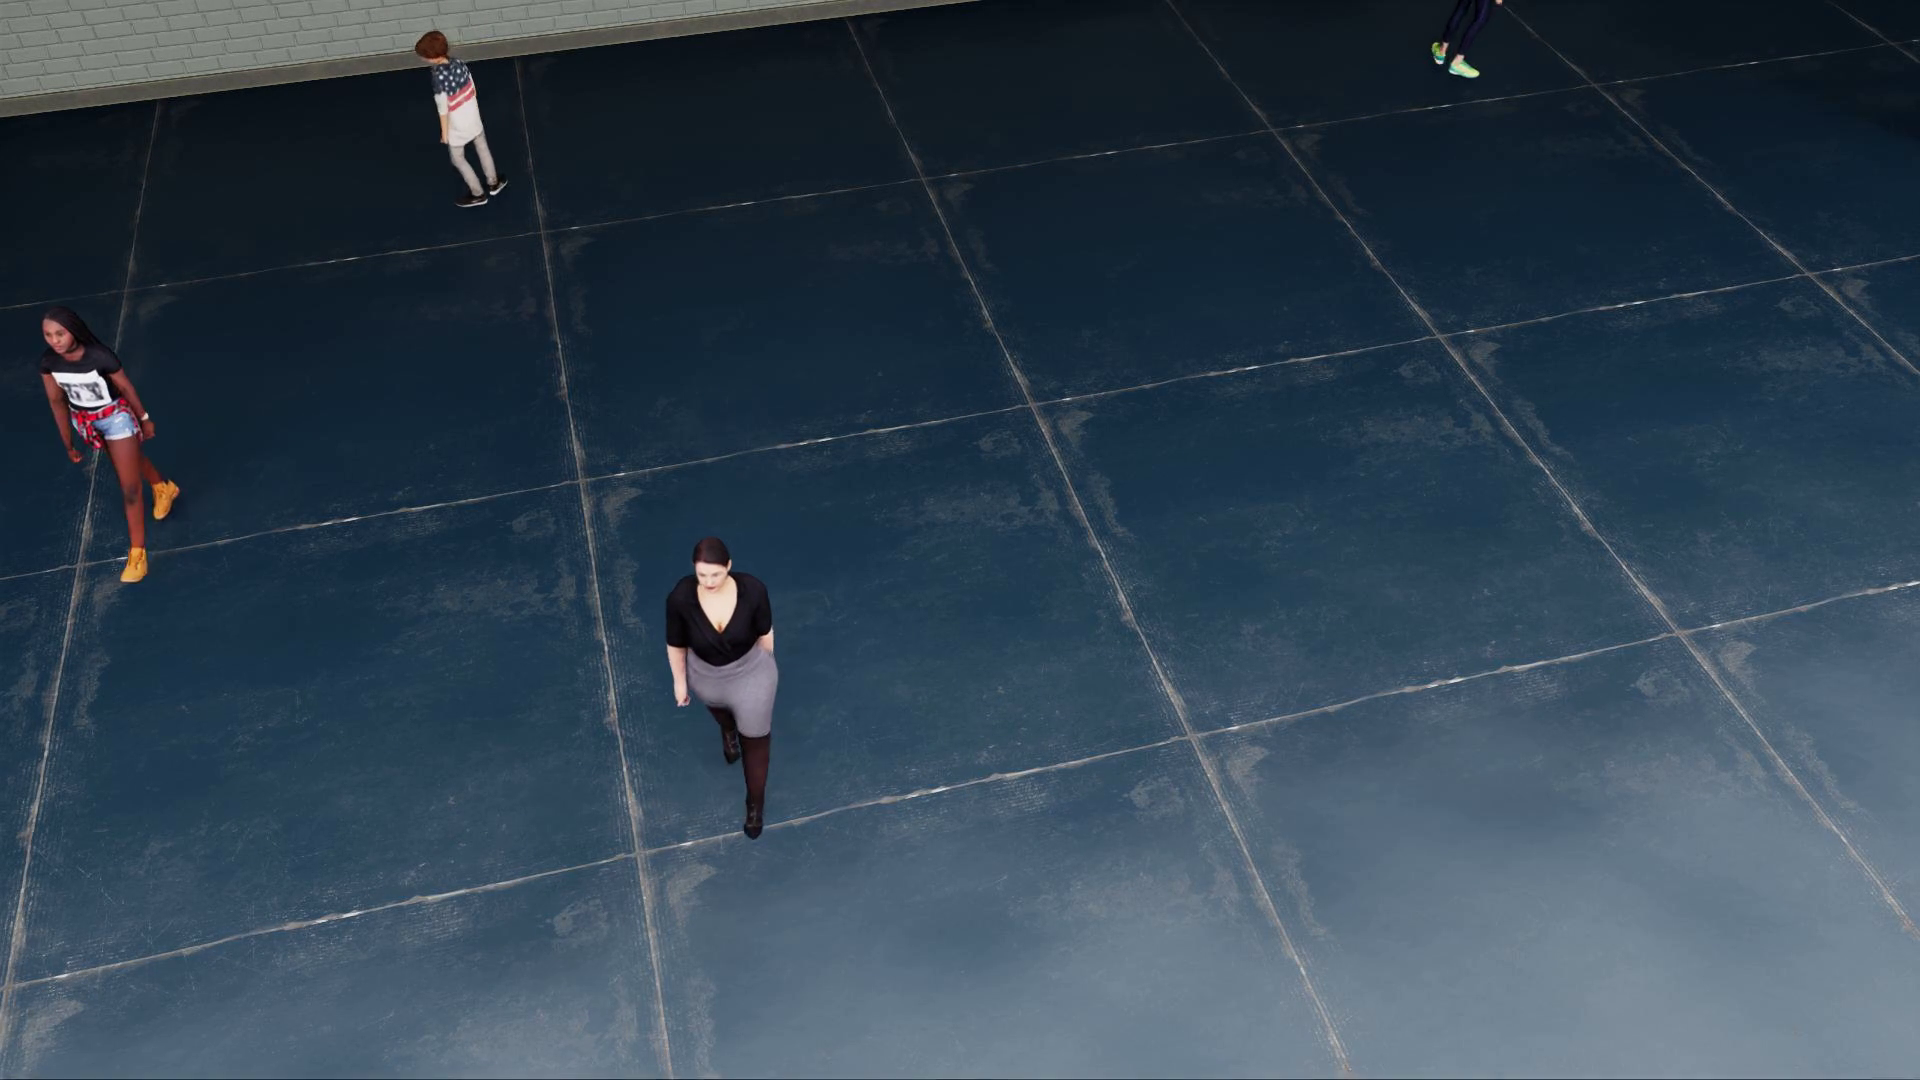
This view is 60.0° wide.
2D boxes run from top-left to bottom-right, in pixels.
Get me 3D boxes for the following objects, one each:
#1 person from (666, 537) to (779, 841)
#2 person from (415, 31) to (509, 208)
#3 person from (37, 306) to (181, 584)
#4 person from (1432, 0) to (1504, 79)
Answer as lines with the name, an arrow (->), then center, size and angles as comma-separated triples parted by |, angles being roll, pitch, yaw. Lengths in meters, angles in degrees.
person -> -1.166, 0.577, 8.307 | 0.811, 1.722, 1.099 | -2, 43, -2
person -> -3.750, -3.210, 12.583 | 0.735, 1.420, 0.692 | 32, 52, 30
person -> -4.921, -0.678, 9.686 | 0.819, 1.674, 1.241 | 0, 43, 0
person -> 4.355, -4.767, 14.059 | 0.864, 1.682, 0.520 | -16, 45, -17
